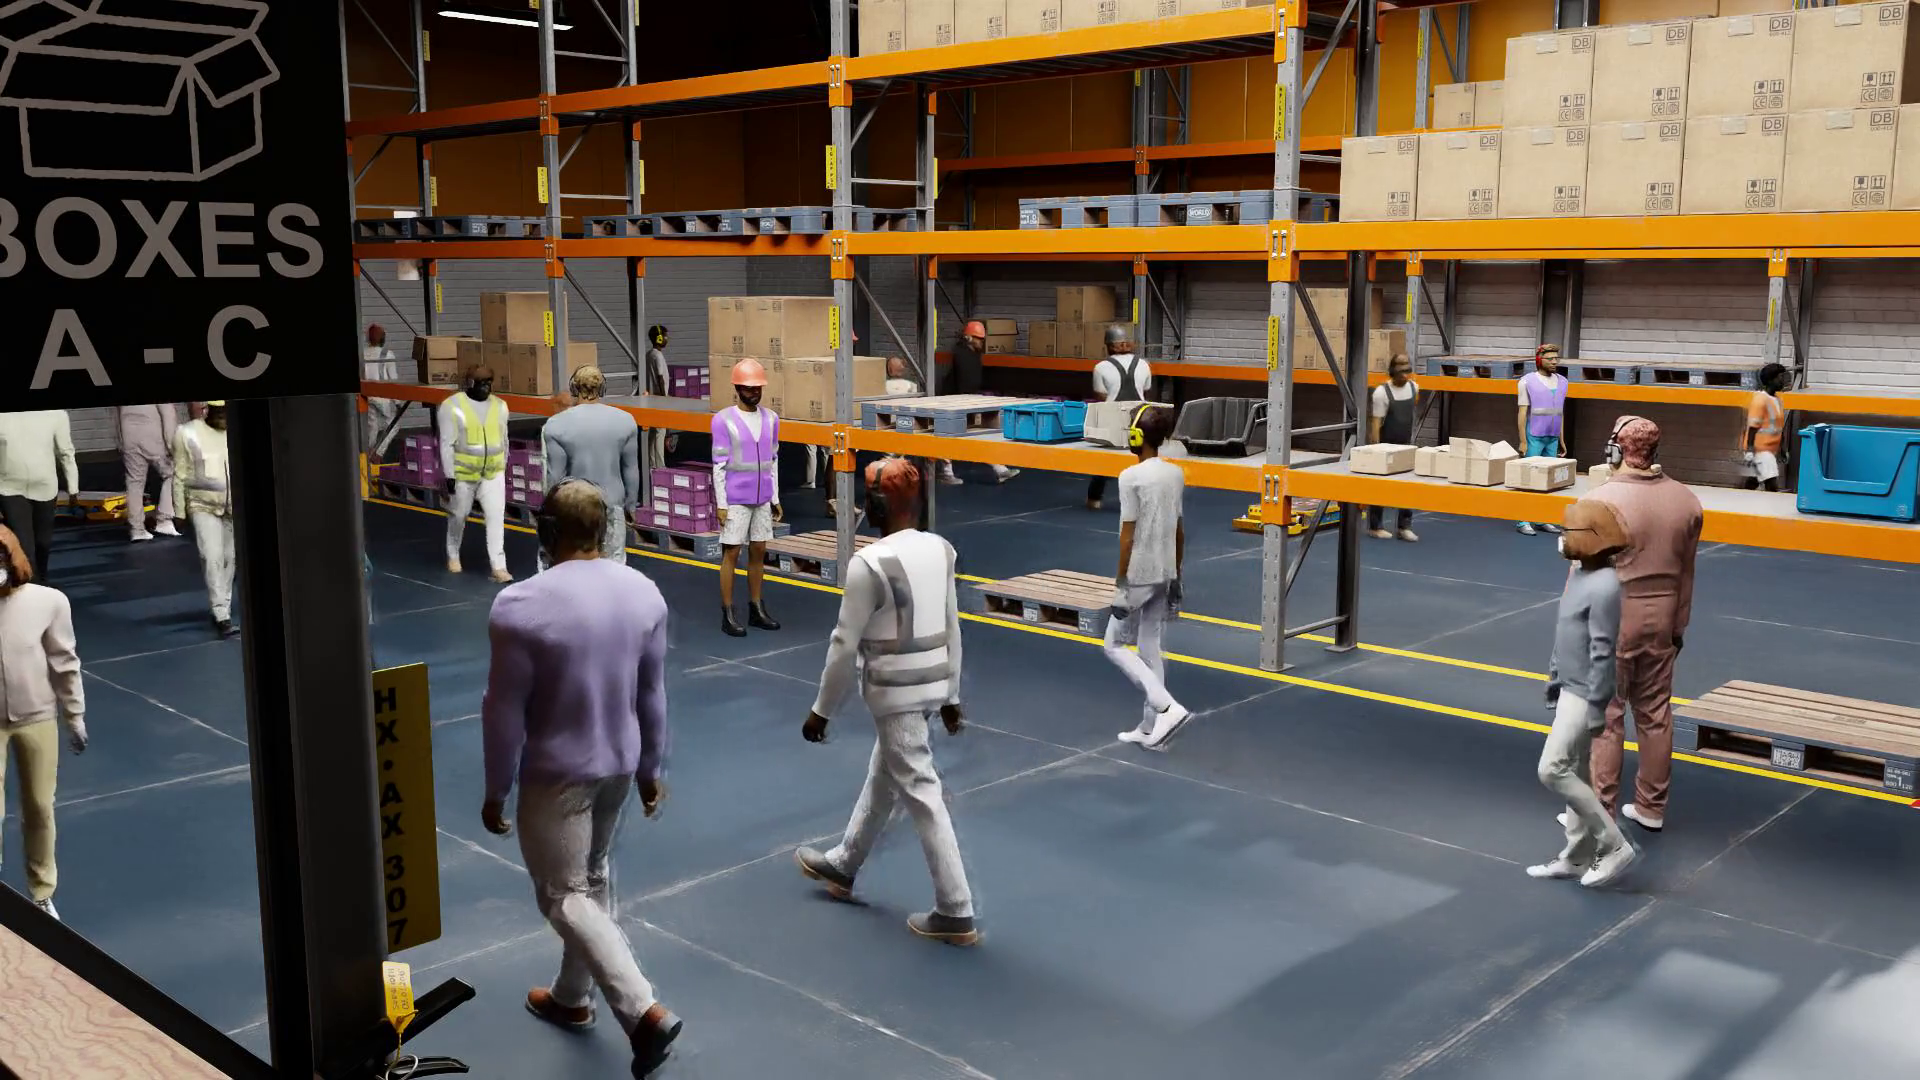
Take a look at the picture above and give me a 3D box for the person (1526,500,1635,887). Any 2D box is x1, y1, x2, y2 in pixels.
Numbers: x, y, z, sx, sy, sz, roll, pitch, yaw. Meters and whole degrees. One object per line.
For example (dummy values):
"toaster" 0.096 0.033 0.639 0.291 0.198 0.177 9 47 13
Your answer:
"person" 2.547 0.639 6.864 0.339 1.619 0.501 2 9 12

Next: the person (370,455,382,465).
"person" -7.128 -1.492 19.527 0.541 1.741 0.481 7 12 38

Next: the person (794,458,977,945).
"person" -0.316 0.600 6.426 0.972 1.833 0.599 6 11 31

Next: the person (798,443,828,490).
"person" -1.694 -1.398 19.327 0.512 1.634 0.312 -8 12 -40

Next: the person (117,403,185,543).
"person" -7.620 -0.924 15.644 0.678 1.877 0.564 1 9 7

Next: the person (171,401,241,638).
"person" -5.105 -0.216 11.578 0.602 1.789 0.882 -8 12 -42

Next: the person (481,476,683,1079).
"person" -1.169 0.752 5.317 0.871 1.916 0.638 8 12 39

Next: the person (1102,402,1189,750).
"person" 0.998 0.211 8.760 0.465 1.862 0.543 9 13 44

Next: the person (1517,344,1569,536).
"person" 5.605 -0.971 16.059 0.564 1.846 0.390 -4 10 -25

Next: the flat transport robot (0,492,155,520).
"flat transport robot" -9.171 -0.367 17.172 1.431 0.197 0.652 2 9 9

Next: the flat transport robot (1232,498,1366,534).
"flat transport robot" 3.385 -0.262 16.528 0.652 0.197 1.431 9 13 43

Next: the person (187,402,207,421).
"person" -7.404 -1.087 16.702 0.666 1.861 0.944 1 9 4

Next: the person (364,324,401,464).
"person" -7.266 -1.747 20.735 0.674 1.873 0.436 2 10 14

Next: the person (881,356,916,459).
"person" -0.708 -1.208 18.233 0.525 1.612 0.786 -3 10 -19

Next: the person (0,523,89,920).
"person" -3.634 0.722 6.357 0.516 1.616 0.360 -7 12 -37

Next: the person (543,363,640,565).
"person" -2.443 -0.203 11.072 0.631 1.940 0.372 -5 10 -27

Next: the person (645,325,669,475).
"person" -3.706 -1.712 20.533 0.329 1.873 0.508 -5 11 -29

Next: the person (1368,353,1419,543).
"person" 4.049 -0.857 15.545 0.549 1.786 0.664 -3 10 -20

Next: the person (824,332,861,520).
"person" -1.202 -1.217 17.013 0.396 2.039 0.607 6 11 33

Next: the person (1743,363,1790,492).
"person" 7.721 -0.830 15.720 0.794 1.660 0.558 9 13 42

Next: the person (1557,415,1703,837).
"person" 2.987 0.393 7.512 0.643 1.908 0.399 -3 10 -16

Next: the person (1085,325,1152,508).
"person" 1.693 -1.301 17.486 0.689 2.000 1.033 -3 10 -20

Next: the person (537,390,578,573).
"person" -3.149 -0.406 13.329 0.503 1.609 0.675 -7 12 -38

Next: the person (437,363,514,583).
"person" -4.029 -0.572 13.799 0.623 1.804 0.971 -6 11 -34

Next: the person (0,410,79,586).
"person" -6.843 -0.384 12.204 0.633 1.949 0.981 -8 12 -40

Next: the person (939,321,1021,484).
"person" 0.193 -1.593 19.590 1.047 1.934 0.641 6 11 32

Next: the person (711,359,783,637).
"person" -1.474 -0.302 11.677 0.547 1.939 0.376 -8 12 -40
